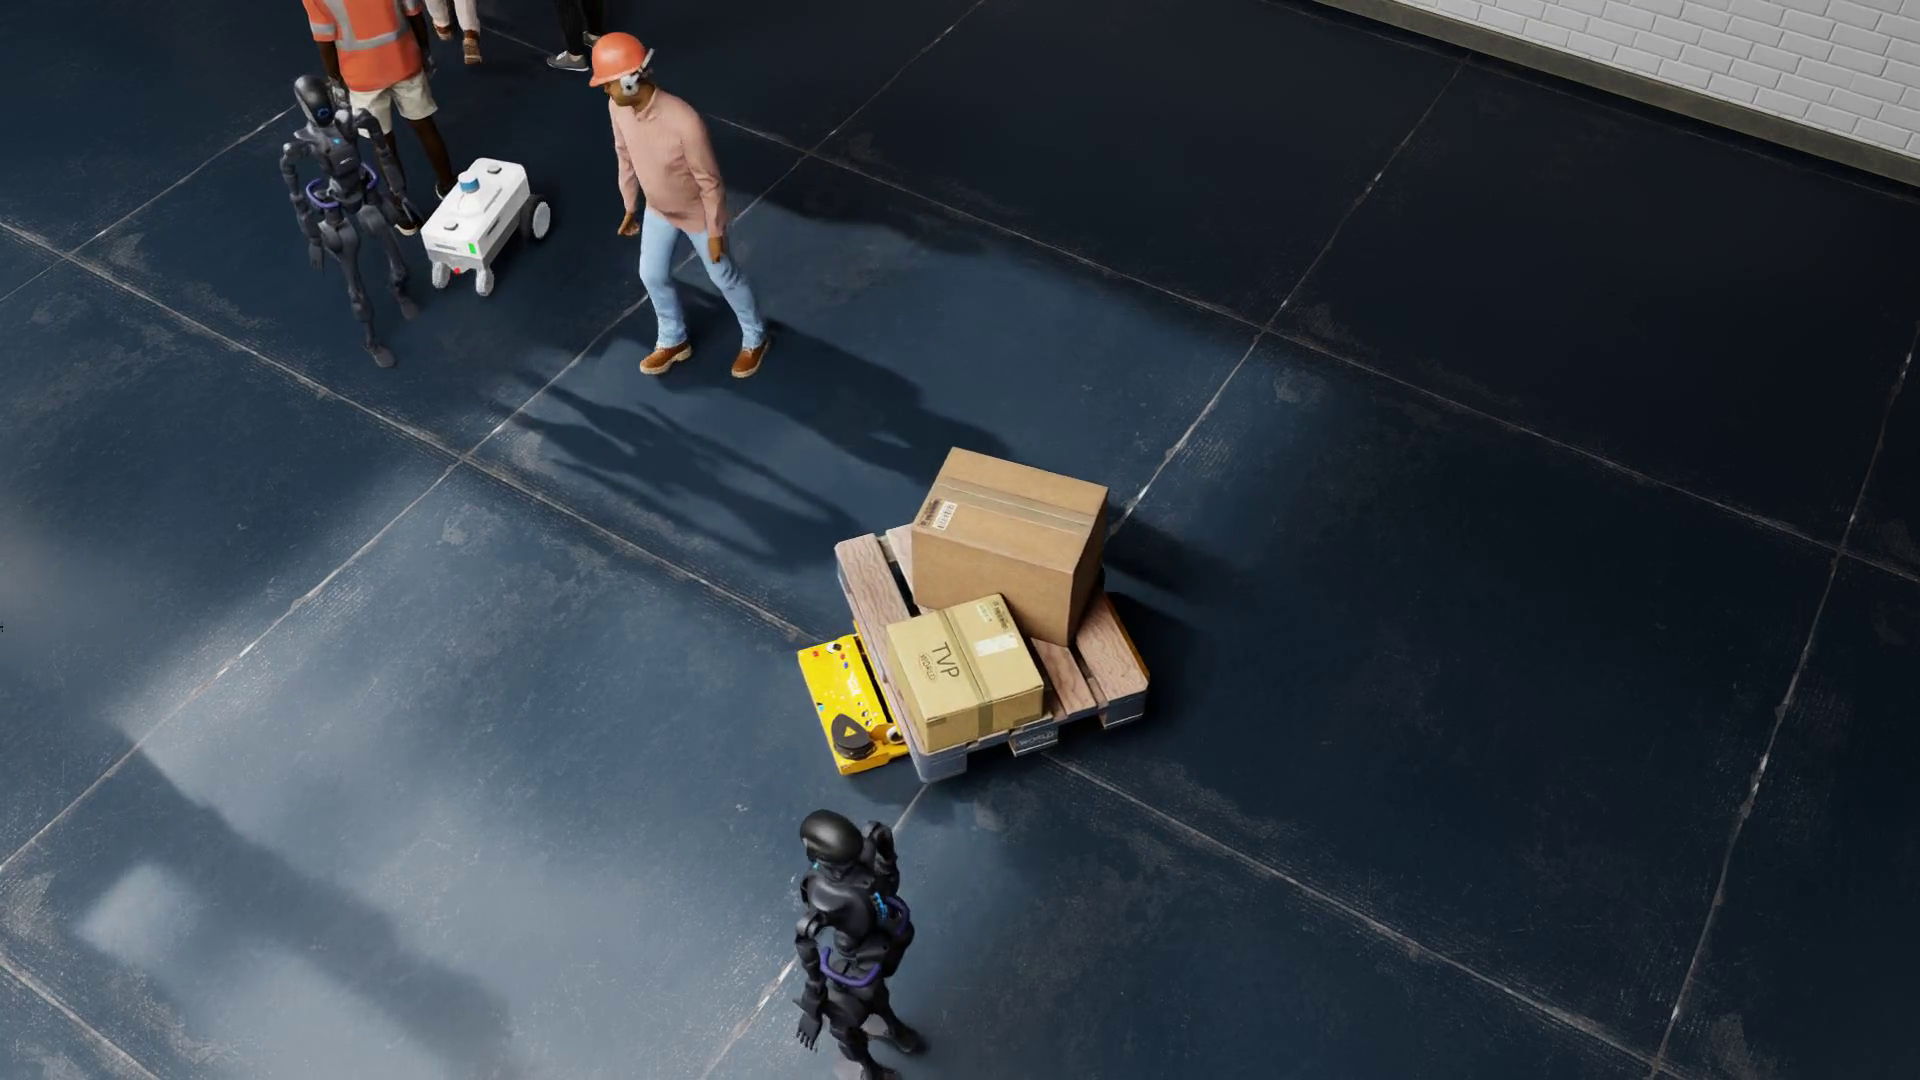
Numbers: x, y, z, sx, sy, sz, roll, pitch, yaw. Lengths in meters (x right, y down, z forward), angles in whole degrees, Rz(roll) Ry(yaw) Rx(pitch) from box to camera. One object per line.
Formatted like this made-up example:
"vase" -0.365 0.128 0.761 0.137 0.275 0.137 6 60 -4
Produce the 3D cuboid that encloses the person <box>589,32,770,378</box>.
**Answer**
"person" -1.369 -1.584 8.088 0.647 1.943 0.665 28 54 22

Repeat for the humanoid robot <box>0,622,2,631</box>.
"humanoid robot" -4.609 -0.042 6.918 0.609 1.647 0.490 15 51 13

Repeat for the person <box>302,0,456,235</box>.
"person" -3.109 -2.552 8.932 0.607 1.956 0.398 -29 55 -23

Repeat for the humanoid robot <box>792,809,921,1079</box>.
"humanoid robot" -0.343 1.412 5.649 0.315 1.644 0.616 22 52 18

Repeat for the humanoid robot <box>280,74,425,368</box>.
"humanoid robot" -3.032 -1.649 8.333 0.612 1.667 0.431 -36 58 -27

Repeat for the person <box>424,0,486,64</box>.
"person" -3.245 -3.810 10.021 0.631 1.964 0.834 -15 51 -13

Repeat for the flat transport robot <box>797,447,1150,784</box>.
"flat transport robot" 0.057 0.537 7.346 1.431 0.231 0.659 -15 51 -13

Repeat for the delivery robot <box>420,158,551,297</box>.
"delivery robot" -2.641 -1.774 9.188 0.499 0.612 0.796 12 50 10

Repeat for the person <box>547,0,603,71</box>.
"person" -2.419 -3.677 10.038 0.412 1.758 0.768 19 52 16
